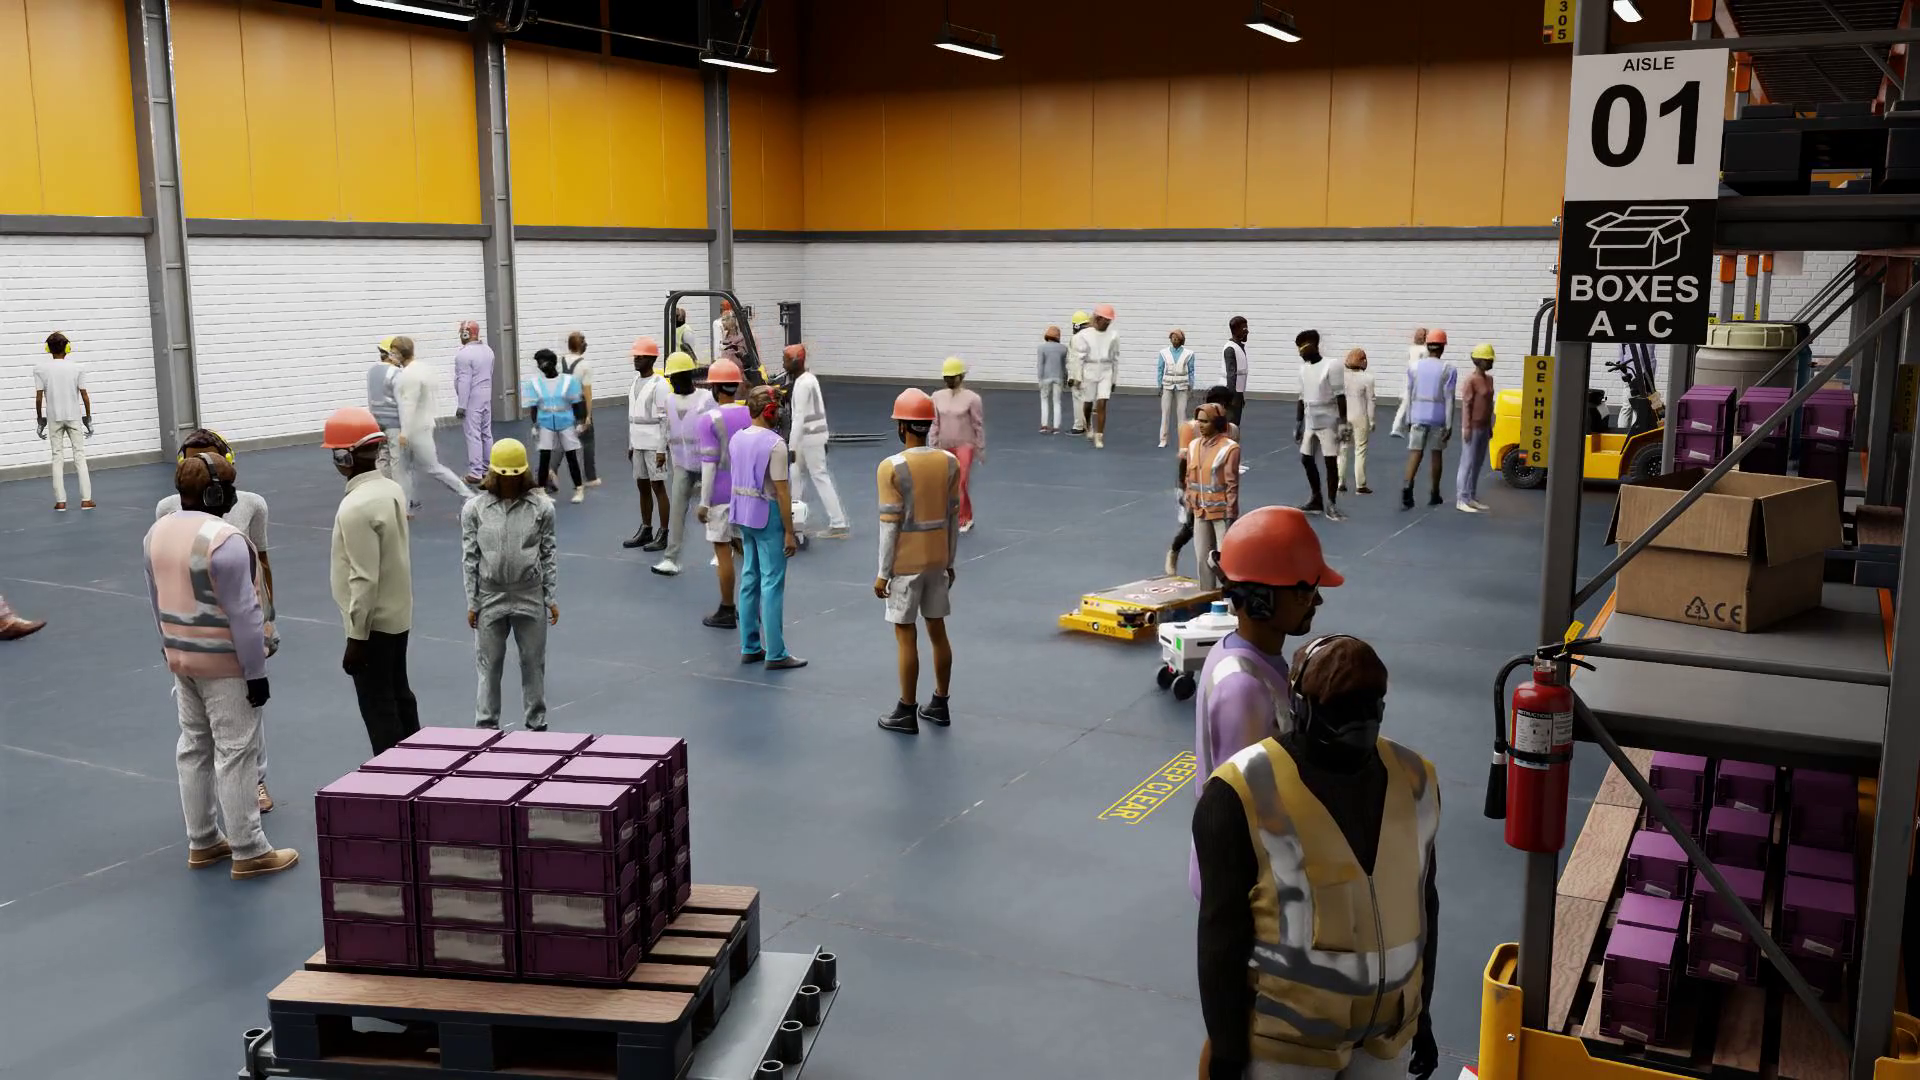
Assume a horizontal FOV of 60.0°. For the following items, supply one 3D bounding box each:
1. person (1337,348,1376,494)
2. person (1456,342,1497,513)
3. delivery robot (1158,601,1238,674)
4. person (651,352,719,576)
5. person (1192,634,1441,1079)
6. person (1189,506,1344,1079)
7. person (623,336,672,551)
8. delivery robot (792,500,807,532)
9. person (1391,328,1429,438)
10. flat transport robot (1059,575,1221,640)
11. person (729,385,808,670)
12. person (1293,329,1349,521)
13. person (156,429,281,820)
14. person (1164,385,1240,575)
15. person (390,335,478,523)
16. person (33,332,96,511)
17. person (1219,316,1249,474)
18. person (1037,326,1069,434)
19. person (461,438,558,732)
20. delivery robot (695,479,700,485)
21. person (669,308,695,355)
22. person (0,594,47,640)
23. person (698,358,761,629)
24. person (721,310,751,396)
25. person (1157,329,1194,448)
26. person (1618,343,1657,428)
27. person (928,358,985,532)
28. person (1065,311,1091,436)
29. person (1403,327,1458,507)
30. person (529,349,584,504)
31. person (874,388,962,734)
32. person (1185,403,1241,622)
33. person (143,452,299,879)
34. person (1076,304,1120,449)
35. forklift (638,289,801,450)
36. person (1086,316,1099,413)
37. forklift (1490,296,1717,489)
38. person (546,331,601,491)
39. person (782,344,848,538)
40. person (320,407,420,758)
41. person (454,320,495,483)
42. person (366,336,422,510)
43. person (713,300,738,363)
[{"bbox_3d":[4.409,-1.326,18.584,0.498,1.633,0.285,8,12,38],"label":"person"},{"bbox_3d":[5.402,-1.170,17.304,0.533,1.767,0.324,-10,14,-44],"label":"person"},{"bbox_3d":[1.583,0.618,10.178,0.707,0.478,0.477,-3,10,-15],"label":"delivery robot"},{"bbox_3d":[-2.262,-0.651,14.016,0.595,1.862,1.044,4,11,23],"label":"person"},{"bbox_3d":[0.841,1.119,3.829,0.627,1.844,0.429,-4,10,-20],"label":"person"},{"bbox_3d":[0.791,0.921,4.393,0.371,2.044,0.608,1,10,8],"label":"person"},{"bbox_3d":[-2.831,-0.870,15.052,0.543,1.943,0.348,9,13,43],"label":"person"},{"bbox_3d":[-1.748,-0.223,15.048,0.707,0.478,0.477,-4,11,-20],"label":"delivery robot"},{"bbox_3d":[6.659,-2.276,24.184,0.868,1.596,0.530,-4,11,-23],"label":"person"},{"bbox_3d":[1.423,0.471,12.121,0.652,0.197,1.431,9,13,41],"label":"flat transport robot"},{"bbox_3d":[-1.276,-0.080,10.758,0.389,1.845,0.567,-9,13,-43],"label":"person"},{"bbox_3d":[3.680,-1.166,16.848,0.371,1.925,0.728,-6,11,-30],"label":"person"},{"bbox_3d":[-3.532,0.397,7.928,0.531,1.870,0.317,-4,11,-21],"label":"person"},{"bbox_3d":[1.916,-0.416,13.206,0.566,1.662,0.656,-3,10,-17],"label":"person"},{"bbox_3d":[-5.307,-1.095,16.509,0.934,1.898,0.642,-4,11,-22],"label":"person"},{"bbox_3d":[-9.359,-1.234,17.382,0.532,1.865,0.311,-5,11,-25],"label":"person"},{"bbox_3d":[3.364,-1.781,20.403,0.391,1.917,0.593,3,10,18],"label":"person"},{"bbox_3d":[1.385,-2.381,24.787,0.518,1.595,0.662,-1,10,-7],"label":"person"},{"bbox_3d":[-2.347,0.328,8.717,0.483,1.736,0.315,-4,10,-20],"label":"person"},{"bbox_3d":[-2.820,-0.873,18.808,0.477,0.478,0.707,6,11,30],"label":"delivery robot"},{"bbox_3d":[-4.336,-2.666,25.743,0.430,1.845,0.619,-6,12,-32],"label":"person"},{"bbox_3d":[-6.891,-0.213,11.488,0.912,1.859,0.669,-3,10,-18],"label":"person"},{"bbox_3d":[-1.671,-0.332,11.954,0.372,1.934,0.551,8,13,41],"label":"person"},{"bbox_3d":[-3.181,-2.434,24.343,0.846,1.871,0.657,-5,11,-26],"label":"person"},{"bbox_3d":[2.973,-2.082,22.951,0.512,1.638,0.312,2,10,9],"label":"person"},{"bbox_3d":[9.091,-2.121,22.309,0.372,1.940,0.630,-3,10,-18],"label":"person"},{"bbox_3d":[-0.029,-0.871,15.736,0.505,1.708,0.952,5,11,26],"label":"person"},{"bbox_3d":[1.763,-2.455,24.544,0.404,1.833,0.592,6,11,30],"label":"person"},{"bbox_3d":[4.945,-1.283,17.553,0.551,1.914,0.732,6,11,29],"label":"person"},{"bbox_3d":[-4.315,-1.219,17.826,0.560,1.671,0.351,-1,10,-5],"label":"person"},{"bbox_3d":[-0.253,0.119,9.341,0.550,1.937,0.357,-8,13,-39],"label":"person"},{"bbox_3d":[1.813,-0.174,11.930,0.321,1.627,0.509,-7,12,-36],"label":"person"},{"bbox_3d":[-3.195,0.539,7.185,0.621,1.845,0.429,6,11,31],"label":"person"},{"bbox_3d":[1.903,-2.284,23.096,0.625,2.002,0.814,0,10,-1],"label":"person"},{"bbox_3d":[-3.358,-2.392,23.136,2.313,2.155,1.214,-1,10,-5],"label":"forklift"},{"bbox_3d":[2.217,-2.942,27.940,0.268,1.631,0.507,-8,13,-39],"label":"person"},{"bbox_3d":[7.296,-1.677,18.993,2.313,2.155,1.214,5,11,27],"label":"forklift"},{"bbox_3d":[-4.391,-1.456,18.839,0.530,1.821,0.862,4,10,21],"label":"person"},{"bbox_3d":[-1.493,-0.925,15.690,0.916,1.829,0.632,0,10,0],"label":"person"},{"bbox_3d":[-2.719,0.378,7.681,0.391,1.989,0.623,0,10,-2],"label":"person"},{"bbox_3d":[-5.708,-1.619,19.483,0.410,1.912,0.643,2,10,13],"label":"person"},{"bbox_3d":[-5.946,-1.220,17.437,0.591,1.819,0.404,7,12,36],"label":"person"},{"bbox_3d":[-3.940,-3.124,28.273,0.573,1.883,0.359,-7,12,-36],"label":"person"}]
